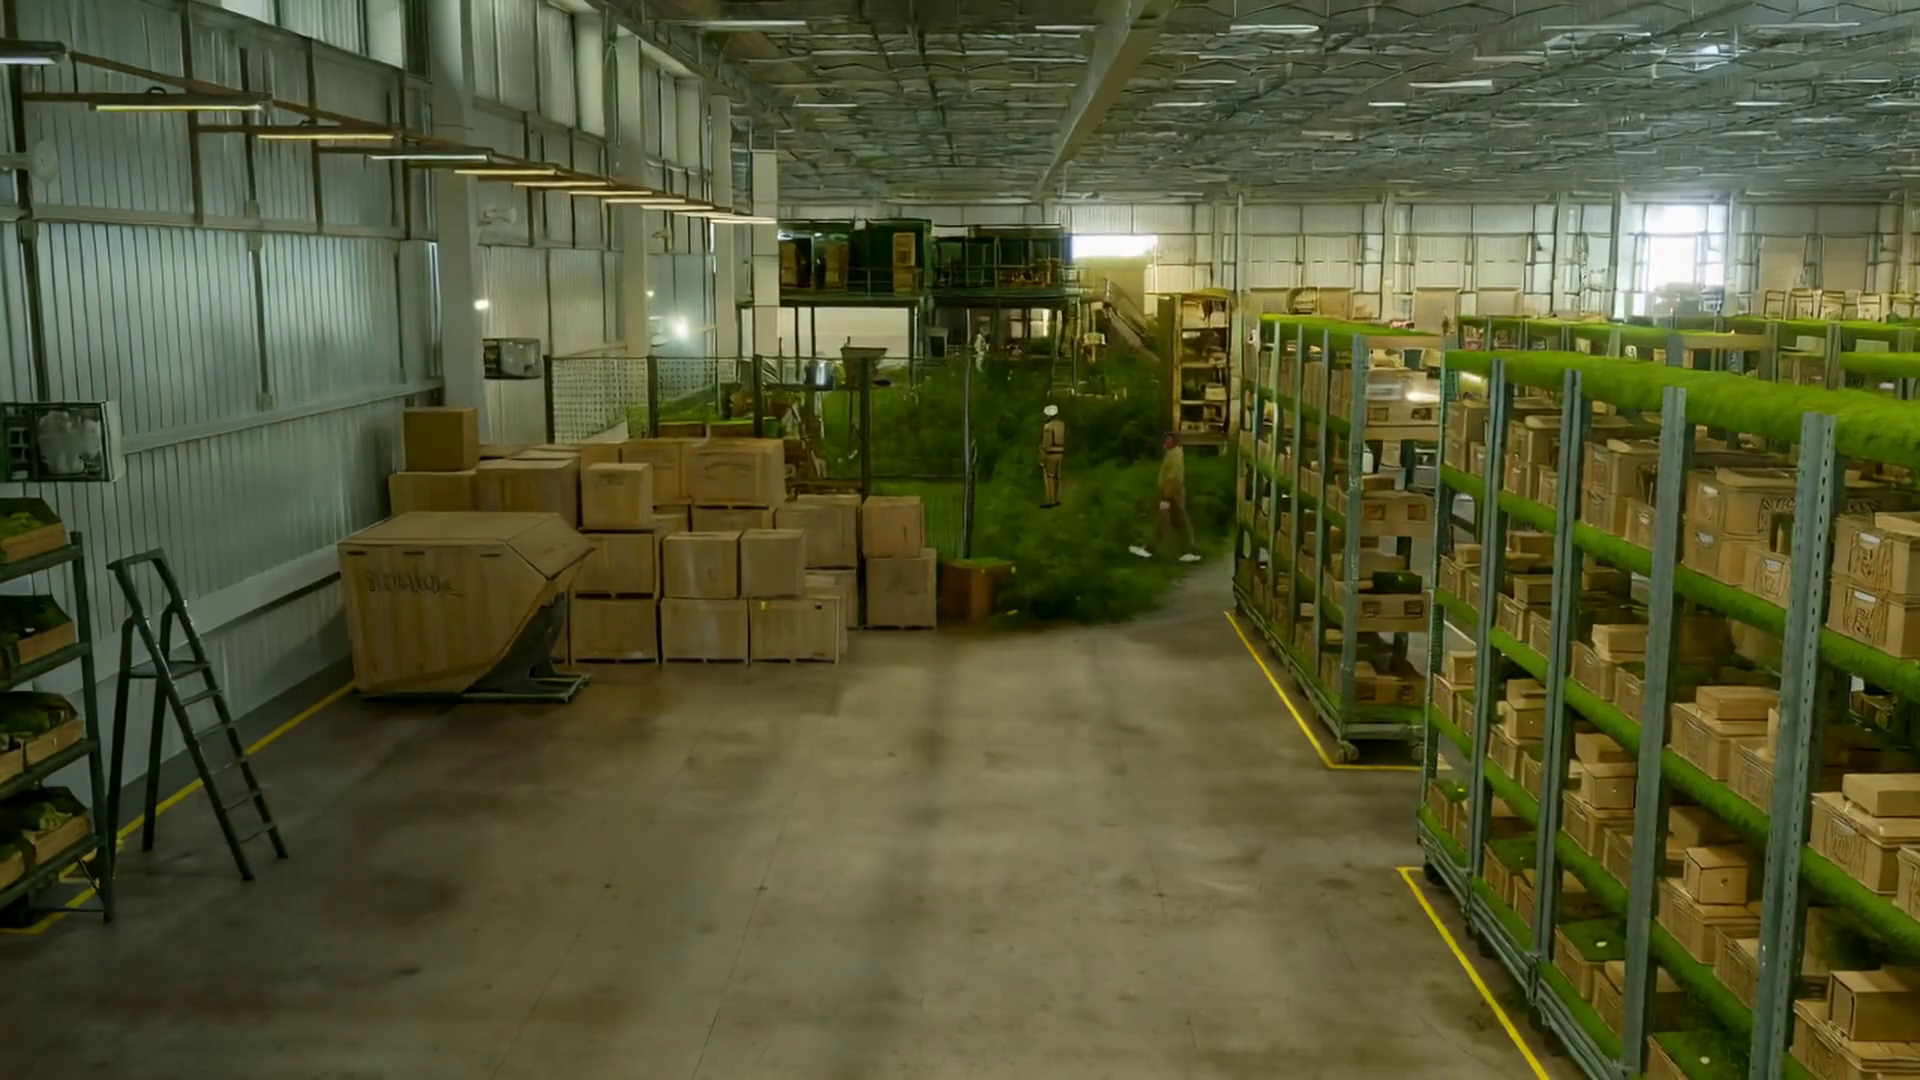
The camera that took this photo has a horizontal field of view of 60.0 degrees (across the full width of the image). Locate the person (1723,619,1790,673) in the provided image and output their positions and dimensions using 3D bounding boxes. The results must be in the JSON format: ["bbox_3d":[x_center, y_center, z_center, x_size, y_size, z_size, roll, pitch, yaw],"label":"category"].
[{"bbox_3d":[6.155,1.155,12.781,0.668,1.796,0.382,1,9,6],"label":"person"}]

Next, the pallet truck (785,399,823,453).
[{"bbox_3d":[-3.814,-2.432,36.419,1.630,1.274,0.653,0,9,1],"label":"pallet truck"}]

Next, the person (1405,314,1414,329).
[{"bbox_3d":[23.356,-10.802,86.401,0.429,1.842,0.626,2,9,14],"label":"person"}]

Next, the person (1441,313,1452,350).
[{"bbox_3d":[25.135,-10.763,85.836,0.403,1.944,0.605,-2,9,-13],"label":"person"}]

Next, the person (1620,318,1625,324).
[{"bbox_3d":[30.923,-9.432,77.729,0.591,1.915,0.396,5,11,30],"label":"person"}]

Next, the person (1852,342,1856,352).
[{"bbox_3d":[32.255,-6.616,60.271,0.377,1.938,0.547,6,11,34],"label":"person"}]

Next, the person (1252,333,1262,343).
[{"bbox_3d":[10.467,-6.421,58.803,0.736,2.028,0.626,6,11,35],"label":"person"}]

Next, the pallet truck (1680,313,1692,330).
[{"bbox_3d":[36.315,-10.531,84.244,0.823,1.965,1.885,-6,11,-33],"label":"pallet truck"}]

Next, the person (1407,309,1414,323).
[{"bbox_3d":[25.610,-12.188,94.718,0.397,1.919,0.585,7,12,37],"label":"person"}]

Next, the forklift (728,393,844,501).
[{"bbox_3d":[-2.979,-1.316,26.476,2.680,1.987,1.157,0,9,1],"label":"forklift"}]

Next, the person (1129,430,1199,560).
[{"bbox_3d":[2.944,-0.633,23.644,1.005,1.842,0.663,1,9,4],"label":"person"}]

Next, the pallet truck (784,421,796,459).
[{"bbox_3d":[-4.013,-1.793,32.705,1.601,1.201,0.680,0,9,1],"label":"pallet truck"}]

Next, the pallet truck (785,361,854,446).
[{"bbox_3d":[-3.410,-3.193,38.978,1.885,1.965,0.823,0,9,-1],"label":"pallet truck"}]

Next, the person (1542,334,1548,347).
[{"bbox_3d":[25.109,-8.351,71.510,0.309,1.769,0.523,8,12,42],"label":"person"}]

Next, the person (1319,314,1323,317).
[{"bbox_3d":[18.639,-10.766,86.045,1.039,1.880,0.655,-5,10,-27],"label":"person"}]

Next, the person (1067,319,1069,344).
[{"bbox_3d":[5.796,-11.791,92.645,0.652,1.789,0.947,-7,11,-37],"label":"person"}]

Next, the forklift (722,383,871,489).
[{"bbox_3d":[-2.893,-1.687,28.729,2.680,1.987,1.157,0,9,-1],"label":"forklift"}]

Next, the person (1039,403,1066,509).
[{"bbox_3d":[1.580,-1.449,28.714,0.404,1.837,0.588,7,11,36],"label":"person"}]

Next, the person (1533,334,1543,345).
[{"bbox_3d":[24.125,-8.180,69.748,0.622,1.992,0.385,0,9,1],"label":"person"}]

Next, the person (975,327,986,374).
[{"bbox_3d":[0.824,-7.497,65.876,0.343,1.882,0.587,6,11,34],"label":"person"}]

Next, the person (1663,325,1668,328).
[{"bbox_3d":[29.302,-8.014,69.137,0.494,1.857,0.552,-6,11,-31],"label":"person"}]

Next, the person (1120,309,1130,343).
[{"bbox_3d":[9.410,-12.201,94.888,0.942,1.889,0.546,-5,11,-30],"label":"person"}]

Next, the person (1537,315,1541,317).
[{"bbox_3d":[31.379,-11.356,90.250,0.318,1.700,0.535,4,10,22],"label":"person"}]

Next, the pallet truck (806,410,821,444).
[{"bbox_3d":[-3.559,-2.018,33.905,1.522,1.261,0.704,0,9,-1],"label":"pallet truck"}]

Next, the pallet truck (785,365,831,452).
[{"bbox_3d":[-3.774,-2.976,37.635,1.885,1.965,0.823,1,9,5],"label":"pallet truck"}]
